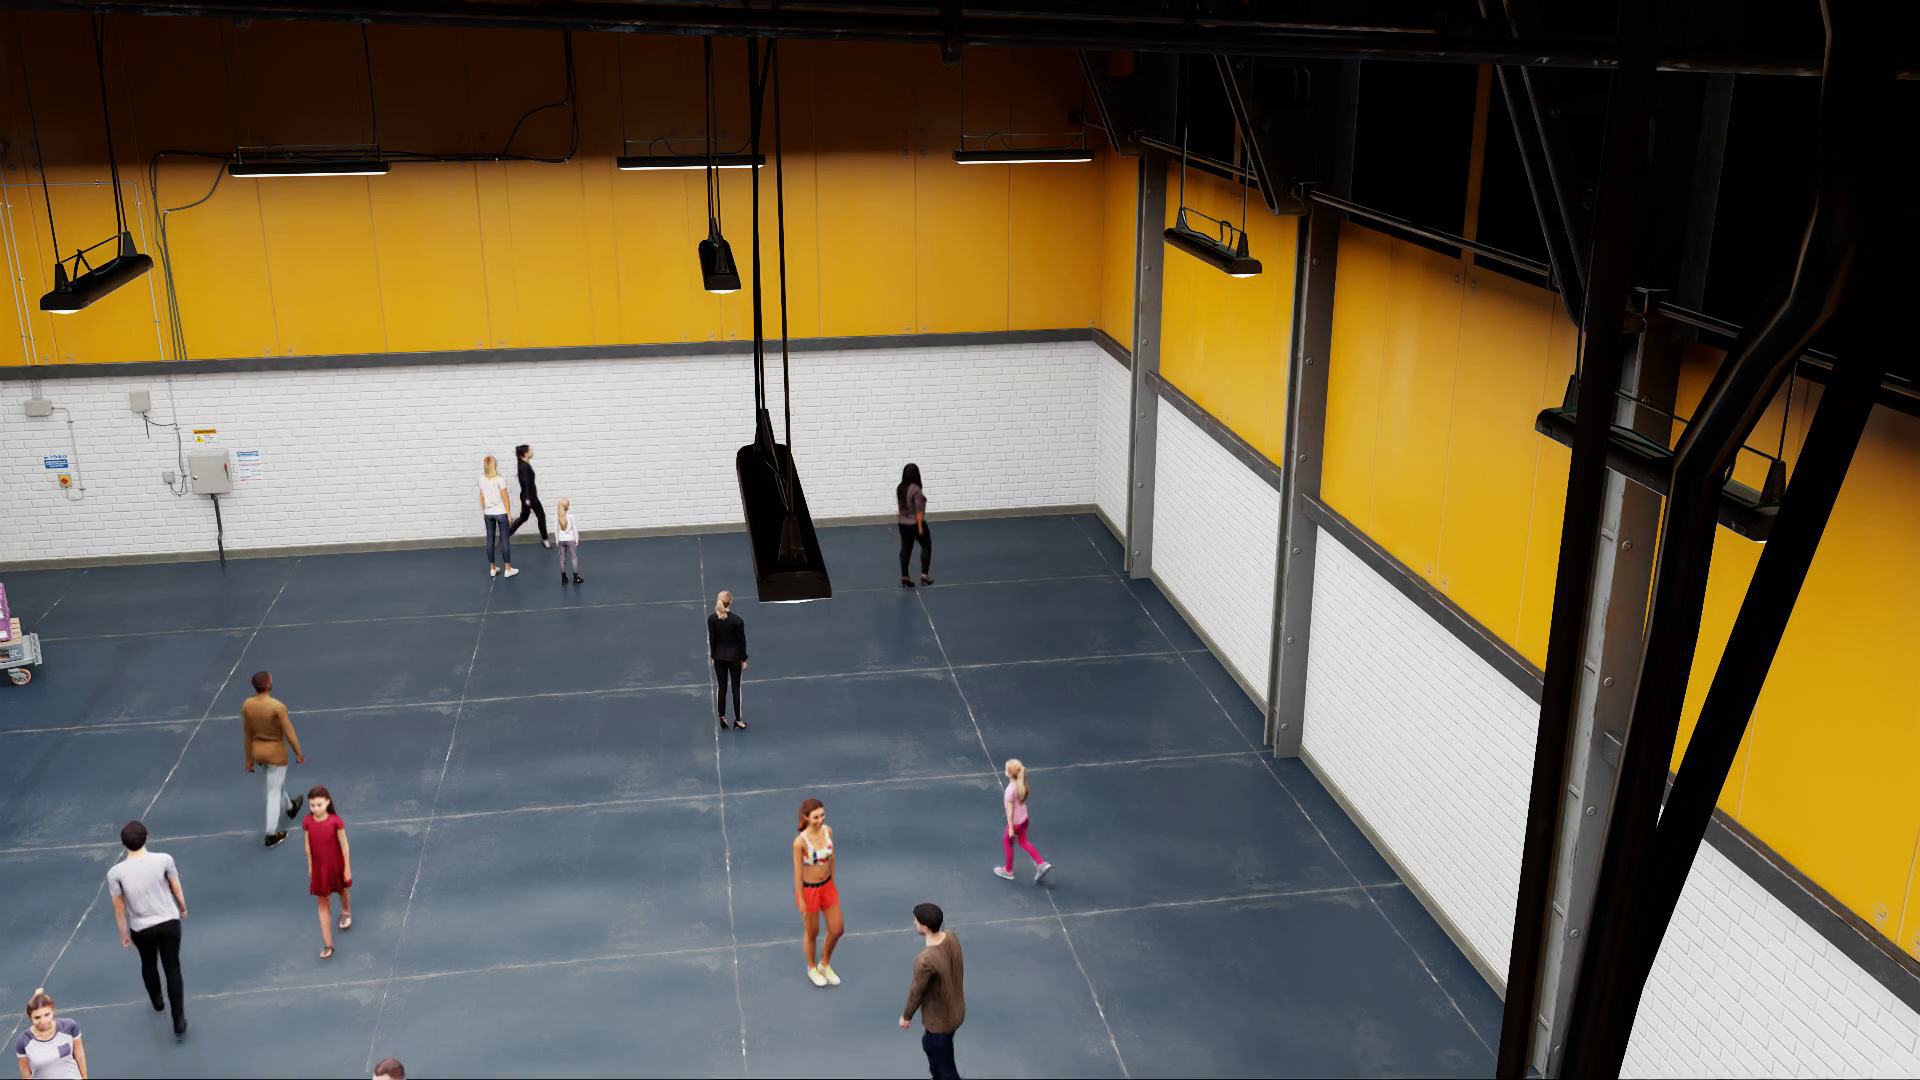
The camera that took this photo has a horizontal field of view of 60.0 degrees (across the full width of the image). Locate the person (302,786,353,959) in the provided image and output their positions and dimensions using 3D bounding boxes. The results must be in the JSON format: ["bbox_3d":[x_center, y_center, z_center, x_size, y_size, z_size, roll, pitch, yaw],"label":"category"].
[{"bbox_3d":[-5.651,2.892,14.964,0.541,1.511,1.018,-3,19,-8],"label":"person"}]

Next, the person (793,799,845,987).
[{"bbox_3d":[-1.283,2.988,14.258,0.726,1.779,0.764,-15,24,-37],"label":"person"}]

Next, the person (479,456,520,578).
[{"bbox_3d":[-6.730,-0.348,24.119,0.657,1.809,0.634,4,19,13],"label":"person"}]

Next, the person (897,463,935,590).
[{"bbox_3d":[-0.739,-0.166,23.548,0.823,1.828,0.892,16,24,40],"label":"person"}]

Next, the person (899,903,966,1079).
[{"bbox_3d":[-0.058,3.566,12.413,0.907,1.862,0.857,8,20,23],"label":"person"}]

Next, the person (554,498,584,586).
[{"bbox_3d":[-5.649,0.014,23.874,0.542,1.279,0.565,2,19,6],"label":"person"}]

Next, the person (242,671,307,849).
[{"bbox_3d":[-6.919,2.205,16.571,0.926,1.787,1.164,4,19,11],"label":"person"}]

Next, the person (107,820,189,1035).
[{"bbox_3d":[-6.566,3.180,13.596,0.835,1.838,1.127,-8,20,-22],"label":"person"}]

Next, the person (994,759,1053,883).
[{"bbox_3d":[0.604,2.704,15.928,0.836,1.252,0.810,10,21,27],"label":"person"}]

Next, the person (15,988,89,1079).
[{"bbox_3d":[-6.389,3.910,11.771,0.636,1.620,0.646,-13,22,-33],"label":"person"}]

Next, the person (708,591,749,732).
[{"bbox_3d":[-2.667,1.390,19.119,0.682,1.707,0.671,4,19,12],"label":"person"}]

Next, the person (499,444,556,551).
[{"bbox_3d":[-6.586,-0.609,25.093,0.763,1.683,1.021,-7,20,-19],"label":"person"}]
